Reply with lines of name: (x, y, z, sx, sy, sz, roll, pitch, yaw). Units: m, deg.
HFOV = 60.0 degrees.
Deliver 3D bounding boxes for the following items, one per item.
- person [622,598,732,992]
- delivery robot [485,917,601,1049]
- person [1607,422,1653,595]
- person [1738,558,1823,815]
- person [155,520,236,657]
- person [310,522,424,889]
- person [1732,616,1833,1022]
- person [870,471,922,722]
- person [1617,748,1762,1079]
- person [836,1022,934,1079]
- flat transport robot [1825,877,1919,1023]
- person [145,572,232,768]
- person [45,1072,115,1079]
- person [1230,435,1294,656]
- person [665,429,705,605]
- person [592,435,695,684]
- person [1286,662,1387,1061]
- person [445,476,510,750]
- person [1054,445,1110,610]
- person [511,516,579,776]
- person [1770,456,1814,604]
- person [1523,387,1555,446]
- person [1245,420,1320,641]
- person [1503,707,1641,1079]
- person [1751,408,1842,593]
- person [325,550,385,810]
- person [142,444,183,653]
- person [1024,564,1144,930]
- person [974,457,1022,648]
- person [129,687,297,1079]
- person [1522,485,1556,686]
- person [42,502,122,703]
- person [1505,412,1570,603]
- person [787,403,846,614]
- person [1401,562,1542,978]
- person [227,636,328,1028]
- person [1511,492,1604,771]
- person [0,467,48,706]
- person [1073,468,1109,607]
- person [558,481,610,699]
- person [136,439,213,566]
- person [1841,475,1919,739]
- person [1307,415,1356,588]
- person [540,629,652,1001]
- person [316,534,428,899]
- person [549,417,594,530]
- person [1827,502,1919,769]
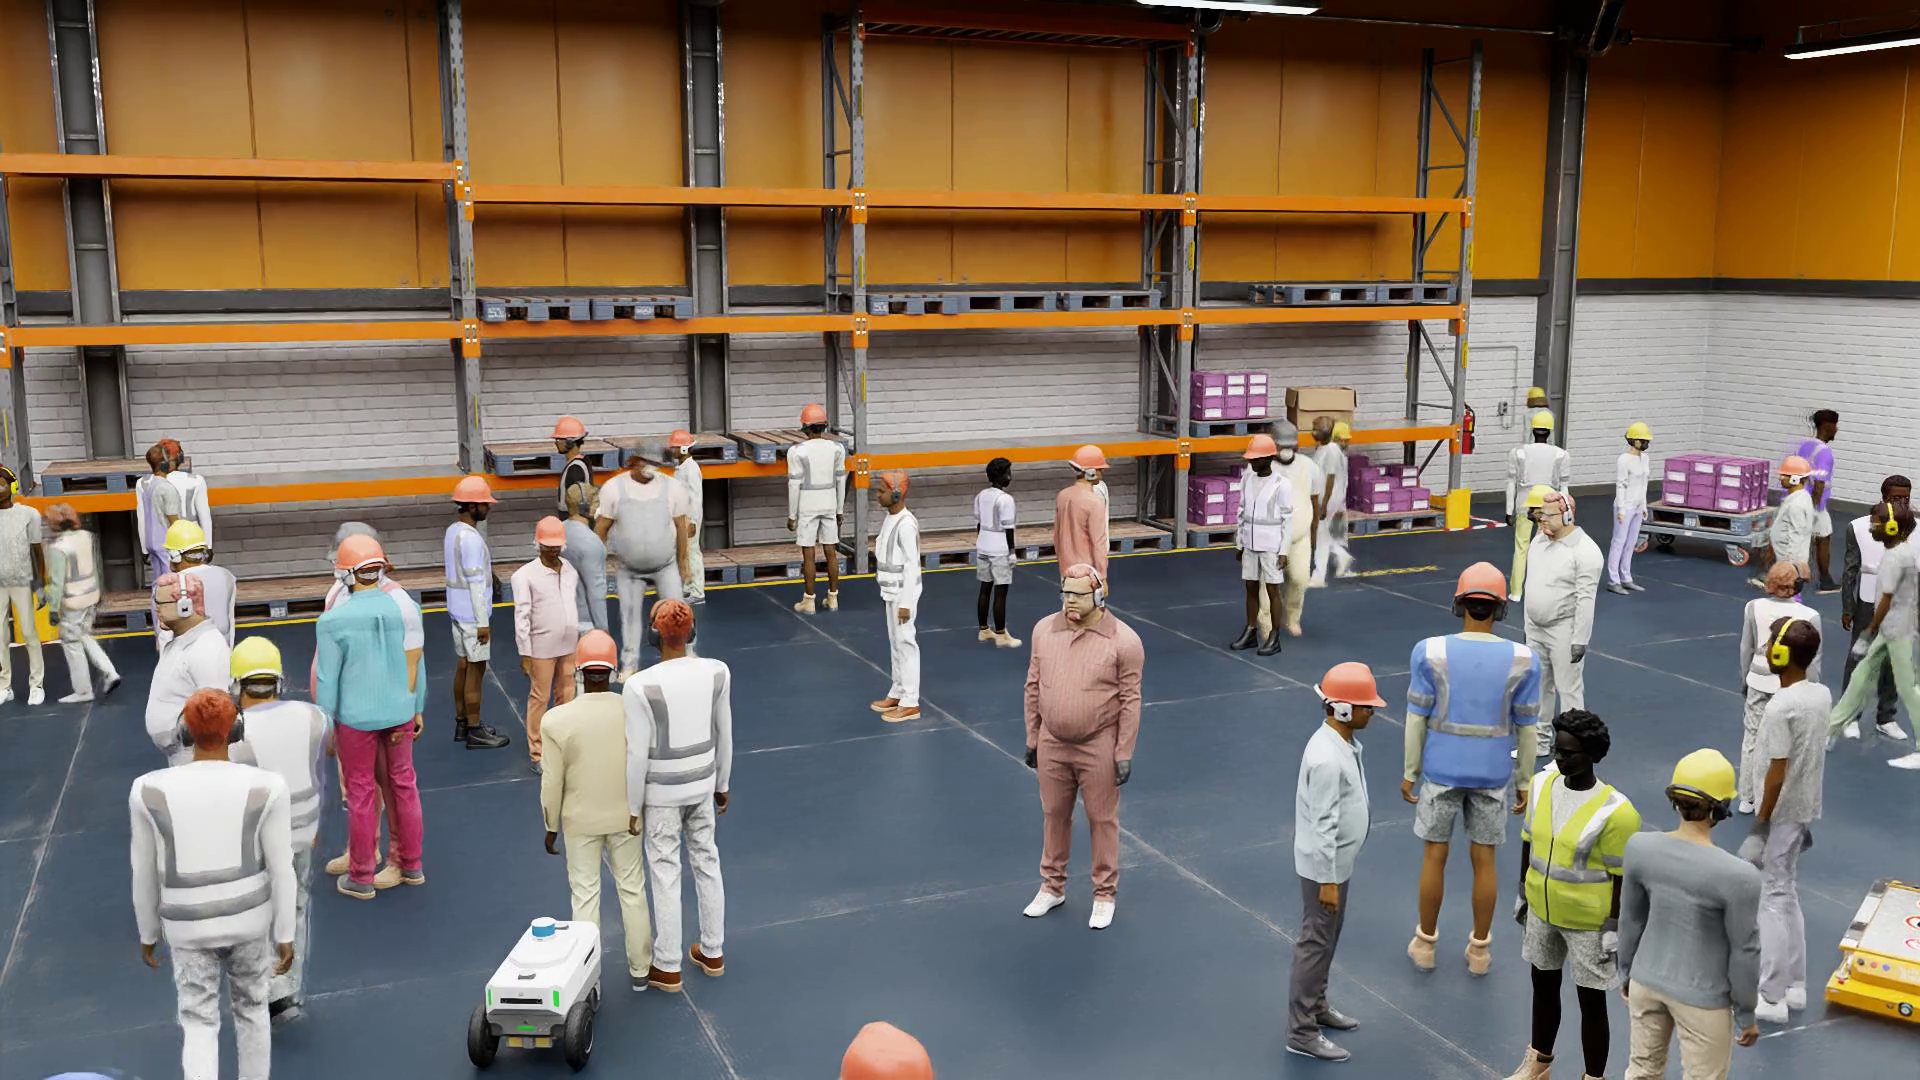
person: (-1.346, 1.204, 7.925, 0.586, 1.882, 0.343, -9, 13, -41)
delivery robot: (-1.838, 1.917, 7.373, 0.477, 0.478, 0.707, 0, 10, 2)
person: (6.902, -0.326, 17.080, 0.523, 1.769, 0.322, -8, 13, -38)
person: (5.029, 0.927, 10.221, 0.313, 1.642, 0.513, -6, 11, -29)
person: (-4.838, 0.779, 10.523, 0.404, 1.833, 0.590, 3, 10, 18)
person: (-3.311, 0.903, 9.210, 0.687, 2.000, 0.538, 7, 12, 36)
person: (3.742, 1.289, 7.597, 0.585, 1.865, 0.313, -8, 13, -40)
person: (-0.467, 0.417, 12.467, 0.362, 1.883, 0.575, -2, 10, -14)
person: (2.604, 1.610, 5.964, 0.337, 1.760, 0.531, -6, 12, -31)
person: (-0.156, 1.968, 3.898, 0.573, 1.750, 0.339, -8, 13, -38)
flat transport robot: (4.701, 1.985, 8.070, 0.652, 0.197, 1.431, 7, 12, 36)
person: (-3.897, 1.102, 8.452, 0.409, 1.906, 0.651, -7, 12, -35)
person: (-1.579, 1.963, 3.481, 0.618, 1.914, 0.678, 7, 12, 36)
person: (2.614, 0.043, 14.468, 0.376, 1.933, 0.551, -9, 13, -41)
person: (-2.743, -0.229, 16.559, 0.343, 1.749, 0.572, -4, 11, -23)
person: (-2.616, 0.133, 13.649, 0.865, 2.000, 0.657, -2, 10, -9)
person: (1.655, 1.386, 7.289, 0.358, 1.744, 0.571, 4, 11, 21)
person: (-3.430, 0.509, 11.784, 0.374, 1.933, 0.552, -6, 12, -32)
person: (0.987, 0.240, 13.164, 0.396, 1.992, 0.623, -6, 11, -29)
person: (-2.735, 0.701, 11.204, 0.325, 1.748, 0.573, 7, 12, 36)
person: (7.174, 0.144, 14.409, 0.327, 1.752, 0.563, 5, 11, 27)
person: (7.647, -1.160, 22.028, 0.511, 1.722, 0.415, -3, 10, -16)
person: (2.888, -0.090, 14.933, 0.703, 2.000, 0.543, 0, 10, 1)
person: (2.464, 1.506, 6.725, 0.317, 1.696, 0.539, -6, 11, -31)
person: (8.645, -0.389, 17.033, 0.924, 1.925, 0.606, -1, 10, -5)
person: (-3.806, 0.824, 10.496, 0.325, 1.750, 0.563, -2, 10, -14)
person: (-6.889, 0.087, 14.474, 0.505, 1.847, 0.346, 7, 12, 36)
person: (0.617, 1.064, 8.671, 0.643, 1.909, 0.410, 5, 11, 26)
person: (0.327, 0.108, 14.783, 0.322, 1.696, 0.530, -6, 12, -32)
person: (-2.829, 1.504, 6.329, 0.588, 1.852, 0.737, -4, 11, -21)
person: (4.394, 0.456, 12.608, 0.336, 1.757, 0.517, 2, 10, 13)
person: (-6.807, 0.491, 12.832, 0.427, 1.606, 0.549, 0, 10, 1)
person: (5.762, -0.322, 16.639, 0.589, 1.920, 0.414, 3, 10, 15)
person: (-1.403, -0.301, 16.131, 0.608, 2.048, 0.369, -6, 12, -31)
person: (2.459, 1.111, 8.059, 0.619, 2.029, 0.409, 2, 10, 9)
person: (-3.093, 1.326, 7.433, 0.406, 1.821, 0.607, 7, 12, 37)
person: (4.028, 0.615, 11.297, 0.404, 1.899, 0.631, -4, 11, -21)
person: (-7.328, 0.358, 12.838, 0.520, 1.873, 0.328, -2, 10, -9)
person: (1.100, 0.125, 14.257, 0.345, 1.846, 0.507, 2, 10, 12)
person: (-2.605, 0.556, 11.500, 0.371, 1.940, 0.627, -8, 13, -38)
person: (-6.860, 0.051, 14.569, 0.585, 1.882, 0.344, -3, 10, -19)
person: (6.666, 0.478, 12.007, 0.591, 1.922, 0.392, 1, 10, 6)
person: (3.856, -0.397, 17.331, 0.572, 1.827, 0.508, -1, 10, -8)
person: (-1.688, 1.285, 7.838, 0.572, 1.749, 0.341, -4, 11, -23)
person: (-3.209, 0.954, 9.082, 0.407, 1.987, 0.615, 9, 14, 43)
person: (-3.446, -0.083, 14.880, 0.381, 2.045, 0.605, -1, 10, -7)
person: (6.240, 0.644, 11.356, 0.971, 1.811, 0.550, 4, 11, 23)
